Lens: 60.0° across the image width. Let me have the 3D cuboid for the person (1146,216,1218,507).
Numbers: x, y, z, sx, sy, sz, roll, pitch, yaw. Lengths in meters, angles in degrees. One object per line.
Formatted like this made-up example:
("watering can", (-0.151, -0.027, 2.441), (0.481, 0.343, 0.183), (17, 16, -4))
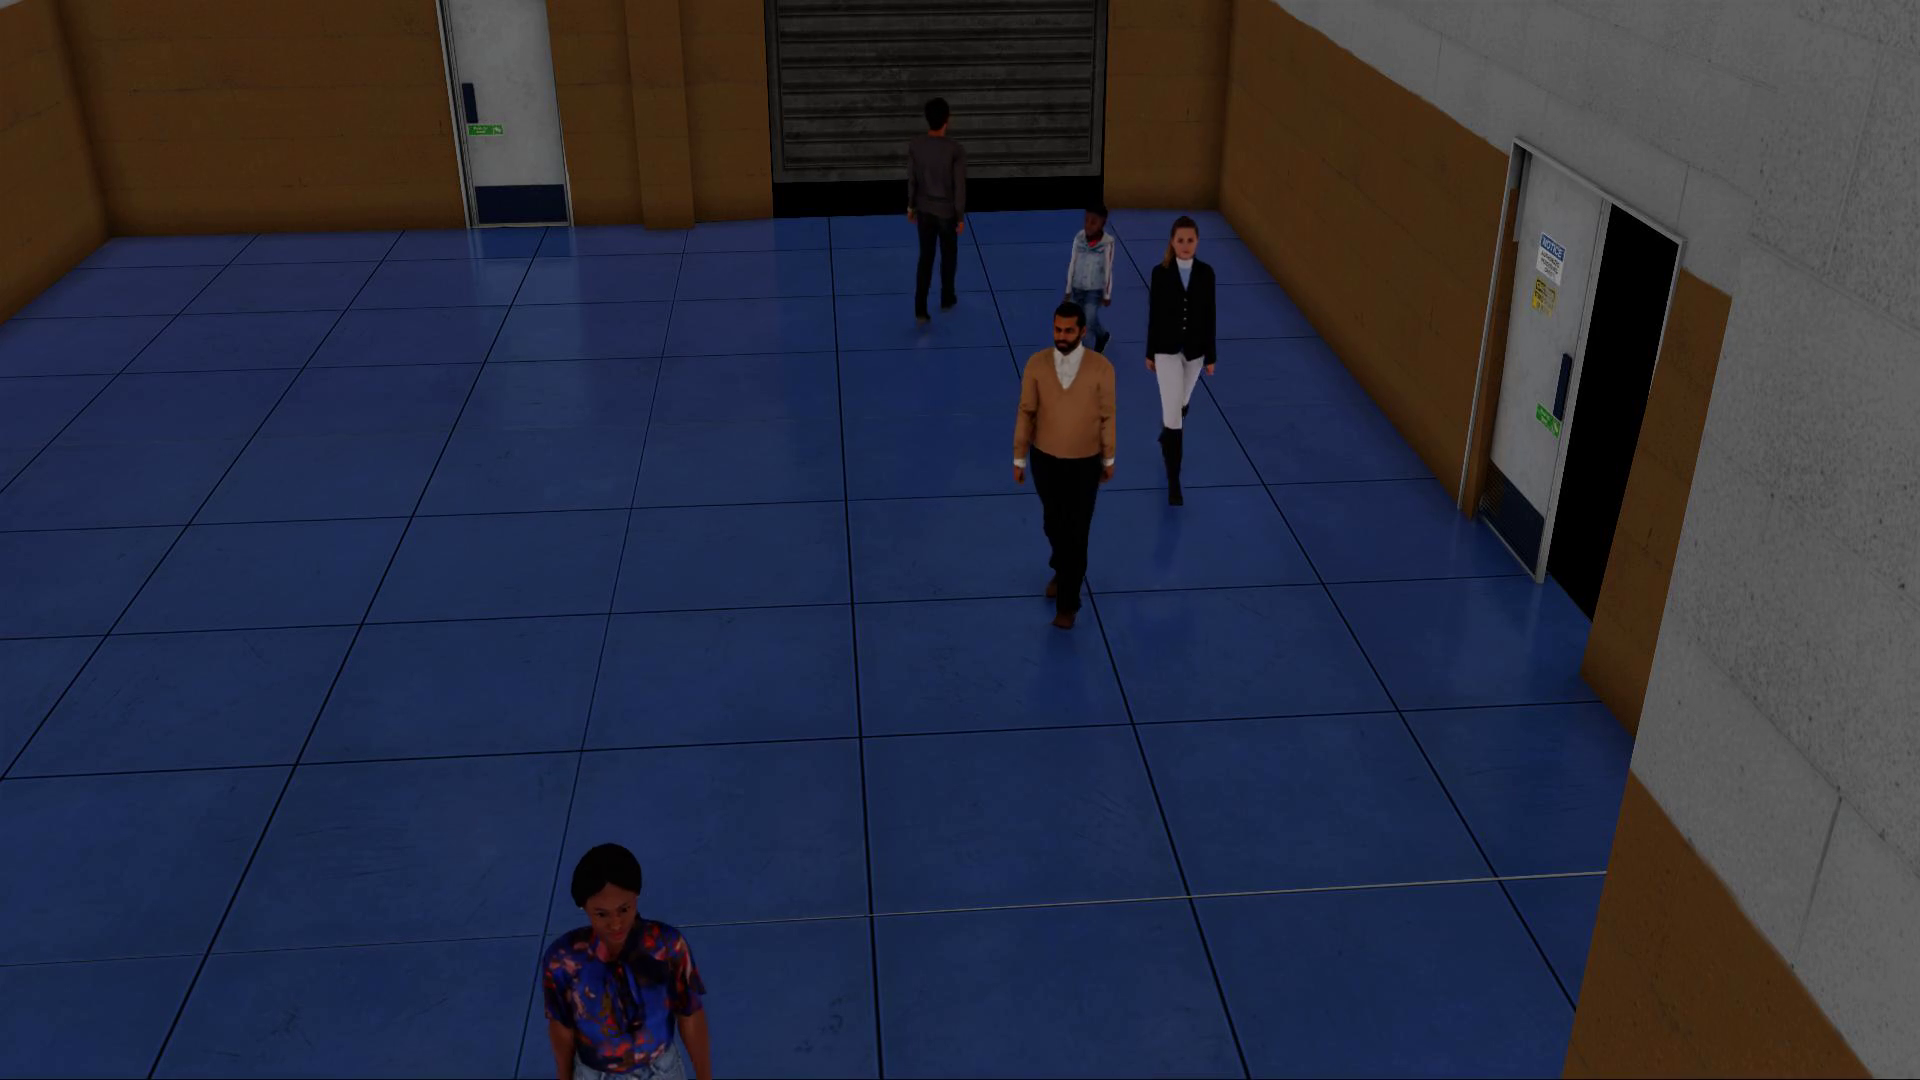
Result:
("person", (1.354, -1.141, 10.293), (1.106, 1.684, 0.654), (-1, 27, -2))

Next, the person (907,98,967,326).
("person", (-0.220, -2.513, 12.963), (1.138, 1.733, 0.977), (19, 32, 32))

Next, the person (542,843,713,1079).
("person", (-0.980, 1.582, 4.926), (1.118, 1.699, 0.857), (-9, 28, -17))

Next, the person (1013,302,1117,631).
("person", (0.590, -0.454, 8.906), (1.084, 1.725, 1.002), (8, 28, 16))

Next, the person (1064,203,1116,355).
("person", (0.987, -1.882, 12.259), (0.856, 1.245, 0.897), (19, 33, 33))
